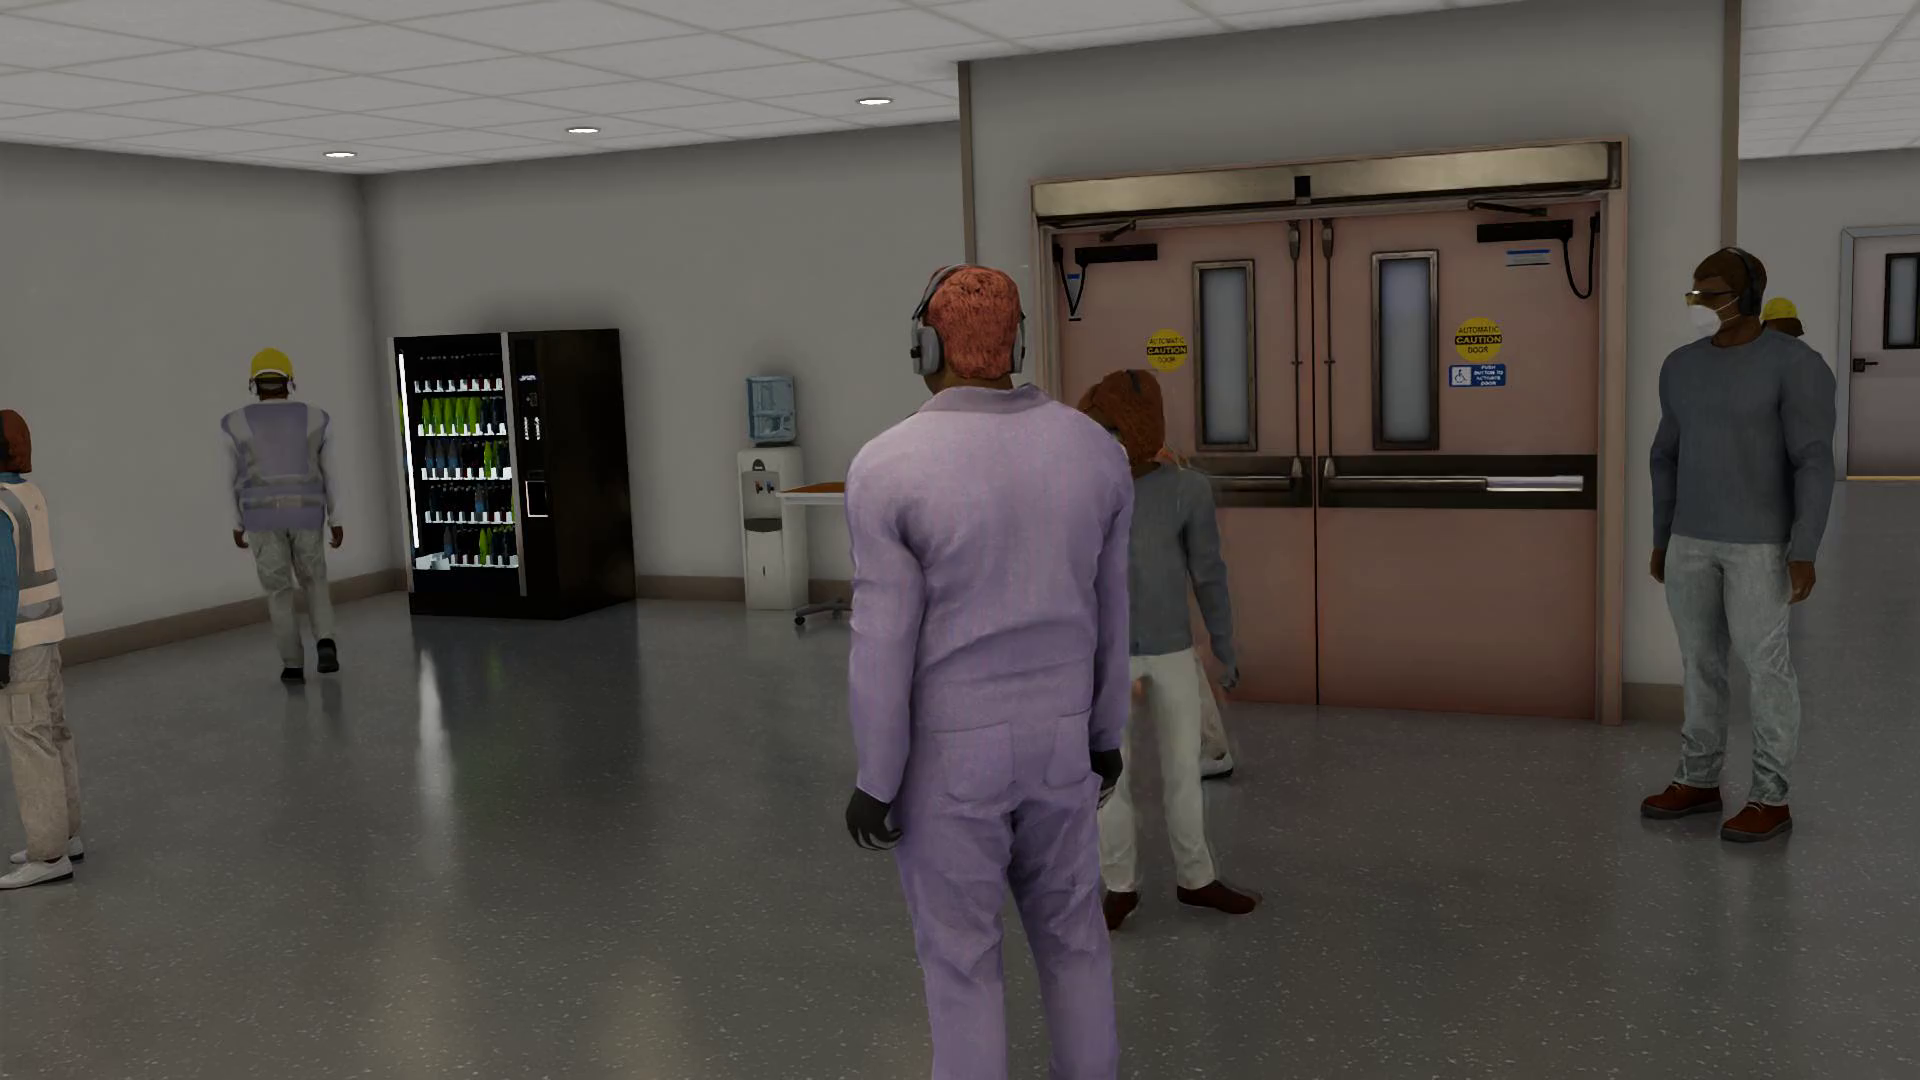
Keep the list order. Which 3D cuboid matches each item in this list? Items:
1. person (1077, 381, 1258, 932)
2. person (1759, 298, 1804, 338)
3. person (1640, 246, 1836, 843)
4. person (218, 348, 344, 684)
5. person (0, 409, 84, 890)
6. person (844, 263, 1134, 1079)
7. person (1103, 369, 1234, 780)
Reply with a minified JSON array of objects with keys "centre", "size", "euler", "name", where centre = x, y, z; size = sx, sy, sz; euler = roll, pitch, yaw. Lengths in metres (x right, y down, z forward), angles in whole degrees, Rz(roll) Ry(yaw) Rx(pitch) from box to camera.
[{"centre":[0.578,0.344,4.824],"size":[0.646,1.601,0.357],"euler":[-3,7,-3],"name":"person"},{"centre":[5.651,-0.796,11.492],"size":[0.308,1.742,0.493],"euler":[-3,7,-9],"name":"person"},{"centre":[2.546,0.012,5.489],"size":[0.356,1.936,0.638],"euler":[-6,8,-26],"name":"person"},{"centre":[-3.623,-0.120,8.923],"size":[0.588,1.812,0.417],"euler":[-7,9,-30],"name":"person"},{"centre":[-3.237,0.361,5.716],"size":[0.306,1.645,0.522],"euler":[-4,8,-16],"name":"person"},{"centre":[0.050,0.407,3.347],"size":[0.652,1.906,0.402],"euler":[-7,9,-31],"name":"person"},{"centre":[0.635,0.168,6.203],"size":[0.875,1.595,0.529],"euler":[-3,7,-8],"name":"person"}]
